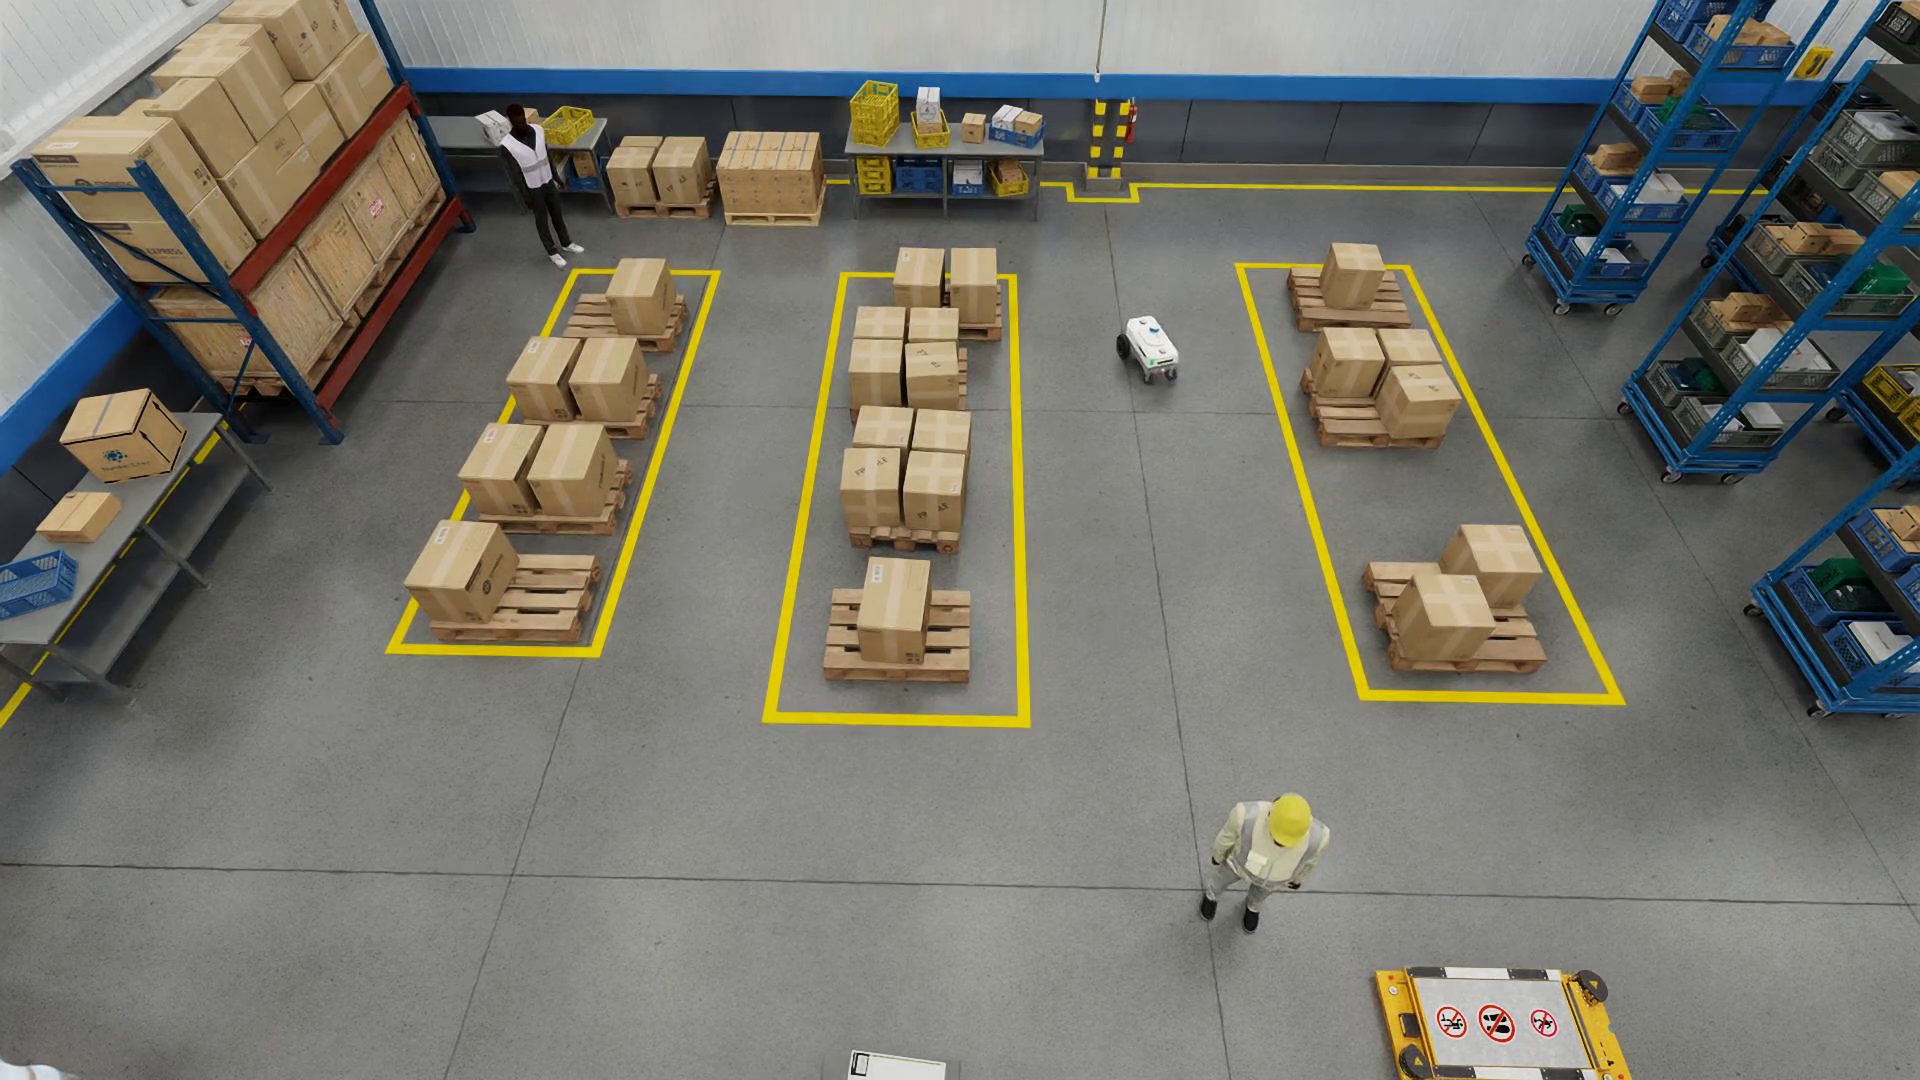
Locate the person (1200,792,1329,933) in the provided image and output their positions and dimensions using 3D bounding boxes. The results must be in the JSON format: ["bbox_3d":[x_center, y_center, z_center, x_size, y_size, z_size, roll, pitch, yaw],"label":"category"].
[{"bbox_3d":[1.896,2.045,5.809,0.596,1.826,0.403,13,52,11],"label":"person"}]

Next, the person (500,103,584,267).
[{"bbox_3d":[-4.979,-4.214,10.850,0.398,1.917,0.590,23,54,18],"label":"person"}]

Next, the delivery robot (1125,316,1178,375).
[{"bbox_3d":[2.083,-2.131,9.965,0.477,0.478,0.707,-13,52,-10],"label":"delivery robot"}]

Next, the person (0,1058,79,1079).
[{"bbox_3d":[-5.069,3.103,5.028,0.542,1.689,0.316,31,57,23],"label":"person"}]

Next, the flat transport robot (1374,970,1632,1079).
[{"bbox_3d":[3.501,3.133,5.914,1.431,0.197,0.652,1,51,1],"label":"flat transport robot"}]
